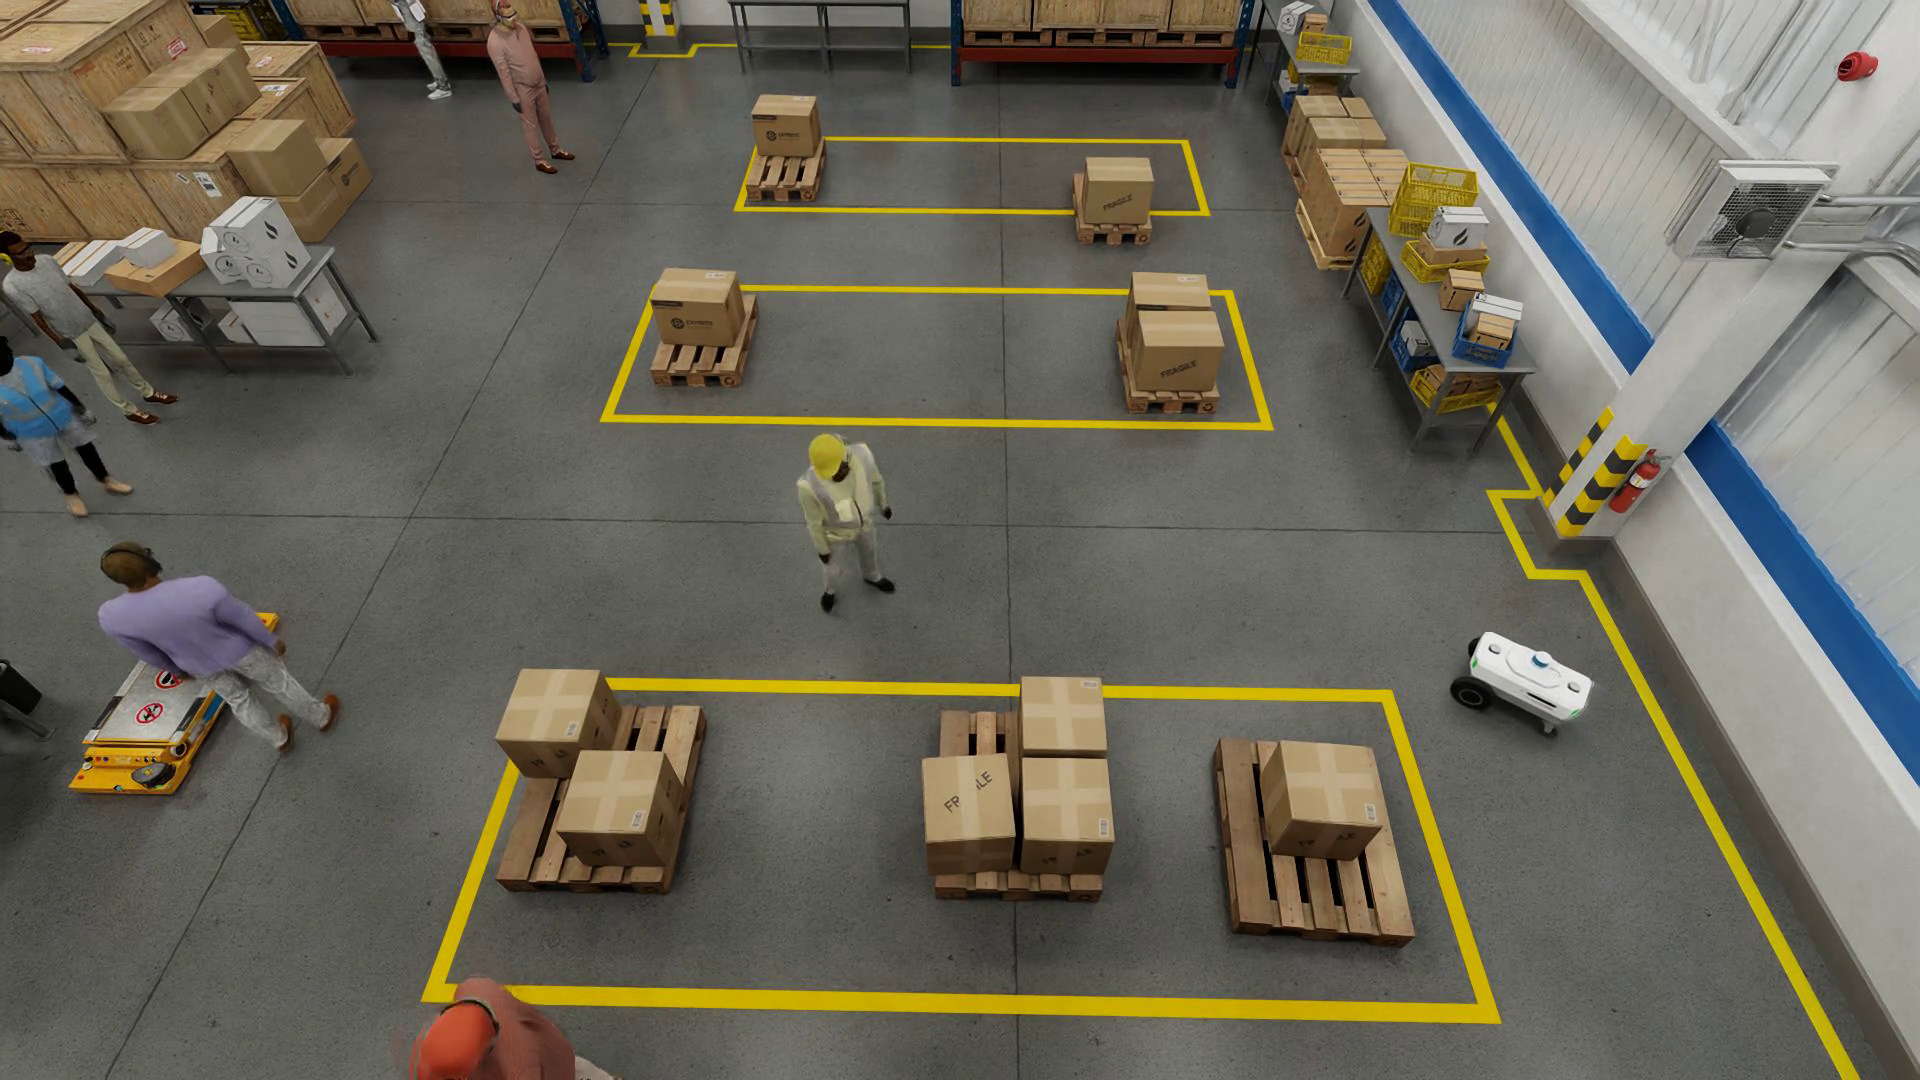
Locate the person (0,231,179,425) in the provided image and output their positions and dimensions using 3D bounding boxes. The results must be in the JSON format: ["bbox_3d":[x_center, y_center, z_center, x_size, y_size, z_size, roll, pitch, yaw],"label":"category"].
[{"bbox_3d":[-7.514,-1.794,7.835,0.316,1.861,0.516,3,50,3],"label":"person"}]

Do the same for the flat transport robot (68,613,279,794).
[{"bbox_3d":[-5.504,1.072,6.442,0.652,0.197,1.431,1,50,1],"label":"flat transport robot"}]

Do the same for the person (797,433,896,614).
[{"bbox_3d":[-0.791,-0.127,6.469,0.654,1.795,0.419,-33,57,-25],"label":"person"}]

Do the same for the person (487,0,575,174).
[{"bbox_3d":[-5.077,-5.318,10.792,0.404,1.899,0.646,14,51,12],"label":"person"}]

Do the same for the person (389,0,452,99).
[{"bbox_3d":[-7.239,-6.868,12.092,0.399,1.915,0.589,-14,51,-11],"label":"person"}]

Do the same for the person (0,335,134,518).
[{"bbox_3d":[-7.185,-0.916,7.211,0.403,1.662,0.575,20,53,16],"label":"person"}]

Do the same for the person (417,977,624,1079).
[{"bbox_3d":[-1.946,2.423,4.199,0.363,1.979,0.666,-30,56,-23],"label":"person"}]

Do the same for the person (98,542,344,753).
[{"bbox_3d":[-4.566,0.698,5.674,0.635,1.936,0.356,-19,52,-15],"label":"person"}]

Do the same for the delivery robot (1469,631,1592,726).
[{"bbox_3d":[3.907,0.938,6.311,0.707,0.478,0.477,29,56,22],"label":"delivery robot"}]
